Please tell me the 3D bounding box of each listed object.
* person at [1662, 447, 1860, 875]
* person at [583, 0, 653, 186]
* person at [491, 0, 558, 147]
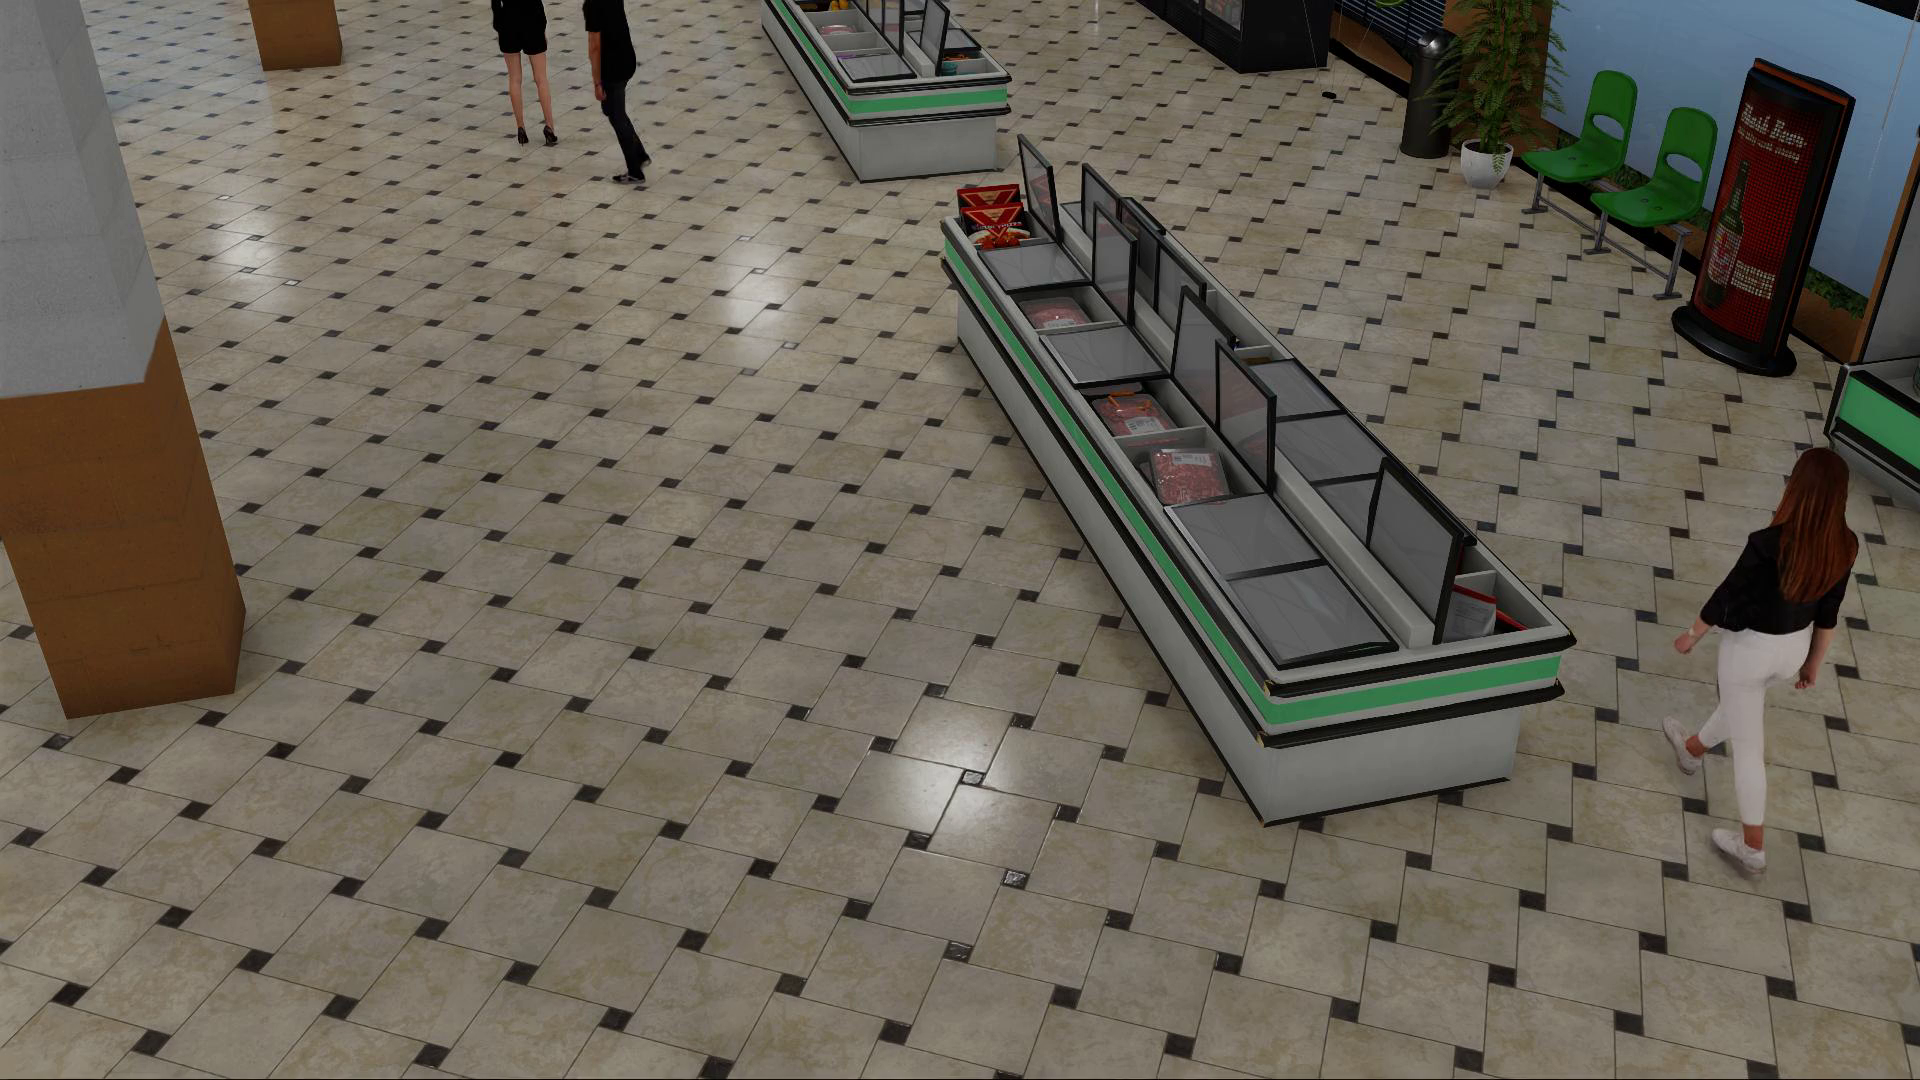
[{"bbox_3d":[3.036,0.484,6.216,0.659,1.665,1.103,-6,32,-9],"label":"person"},{"bbox_3d":[-2.548,-3.585,12.615,0.841,1.814,0.757,11,33,16],"label":"person"},{"bbox_3d":[-3.558,-4.092,13.473,0.620,1.767,0.583,-2,32,-3],"label":"person"}]
